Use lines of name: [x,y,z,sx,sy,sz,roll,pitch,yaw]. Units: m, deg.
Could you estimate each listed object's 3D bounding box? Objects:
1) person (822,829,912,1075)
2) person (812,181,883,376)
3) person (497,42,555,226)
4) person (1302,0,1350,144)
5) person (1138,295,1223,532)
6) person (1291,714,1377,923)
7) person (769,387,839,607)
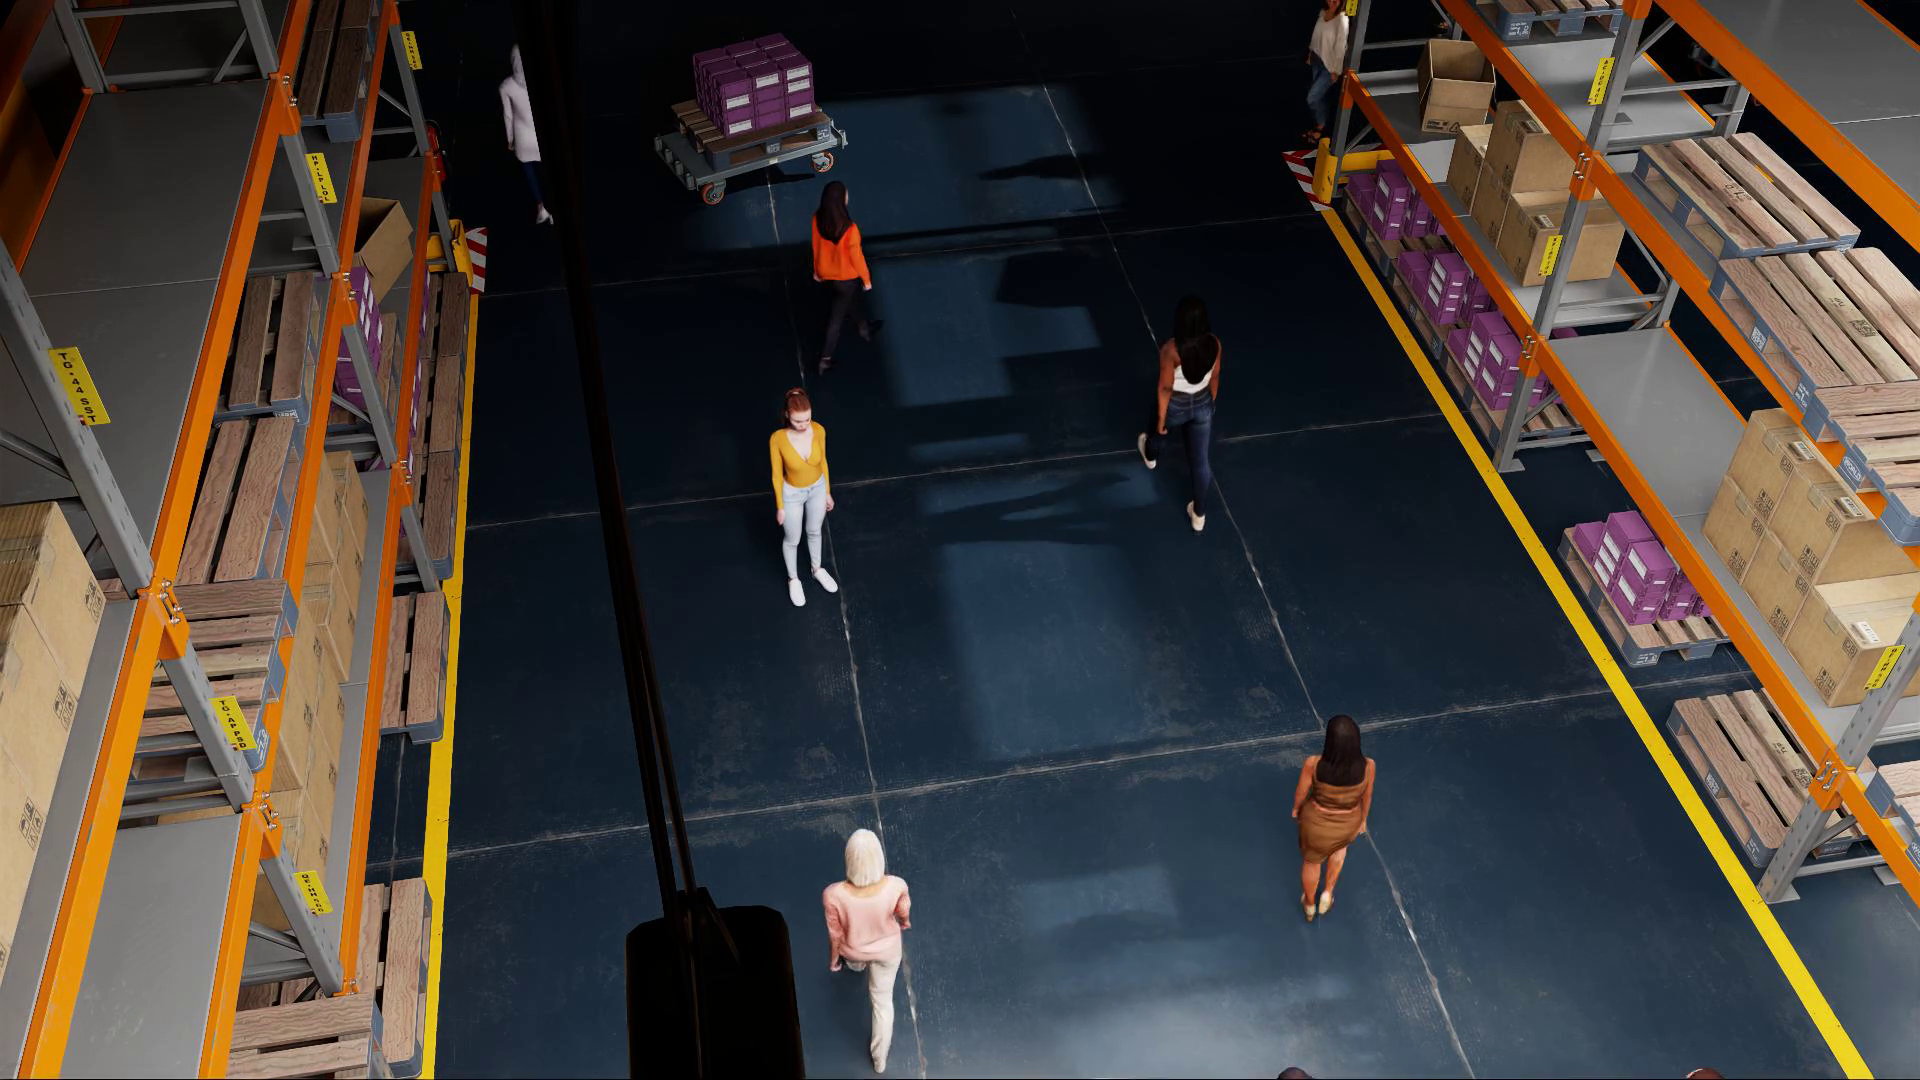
person: [-0.473,2.207,8.802,0.634,1.679,1.091,-6,44,-6]
person: [-1.027,-2.034,13.230,1.062,1.712,1.056,33,53,30]
person: [-3.774,-3.533,14.763,0.677,1.768,0.741,-12,45,-12]
person: [3.585,-4.547,15.903,0.740,1.664,0.553,-9,44,-9]
person: [1.645,-0.866,11.984,0.658,1.739,1.209,-8,44,-8]
person: [2.087,1.658,9.384,0.642,1.671,0.650,3,44,3]
person: [-1.085,-0.314,11.392,0.658,1.757,0.671,-21,48,-21]
